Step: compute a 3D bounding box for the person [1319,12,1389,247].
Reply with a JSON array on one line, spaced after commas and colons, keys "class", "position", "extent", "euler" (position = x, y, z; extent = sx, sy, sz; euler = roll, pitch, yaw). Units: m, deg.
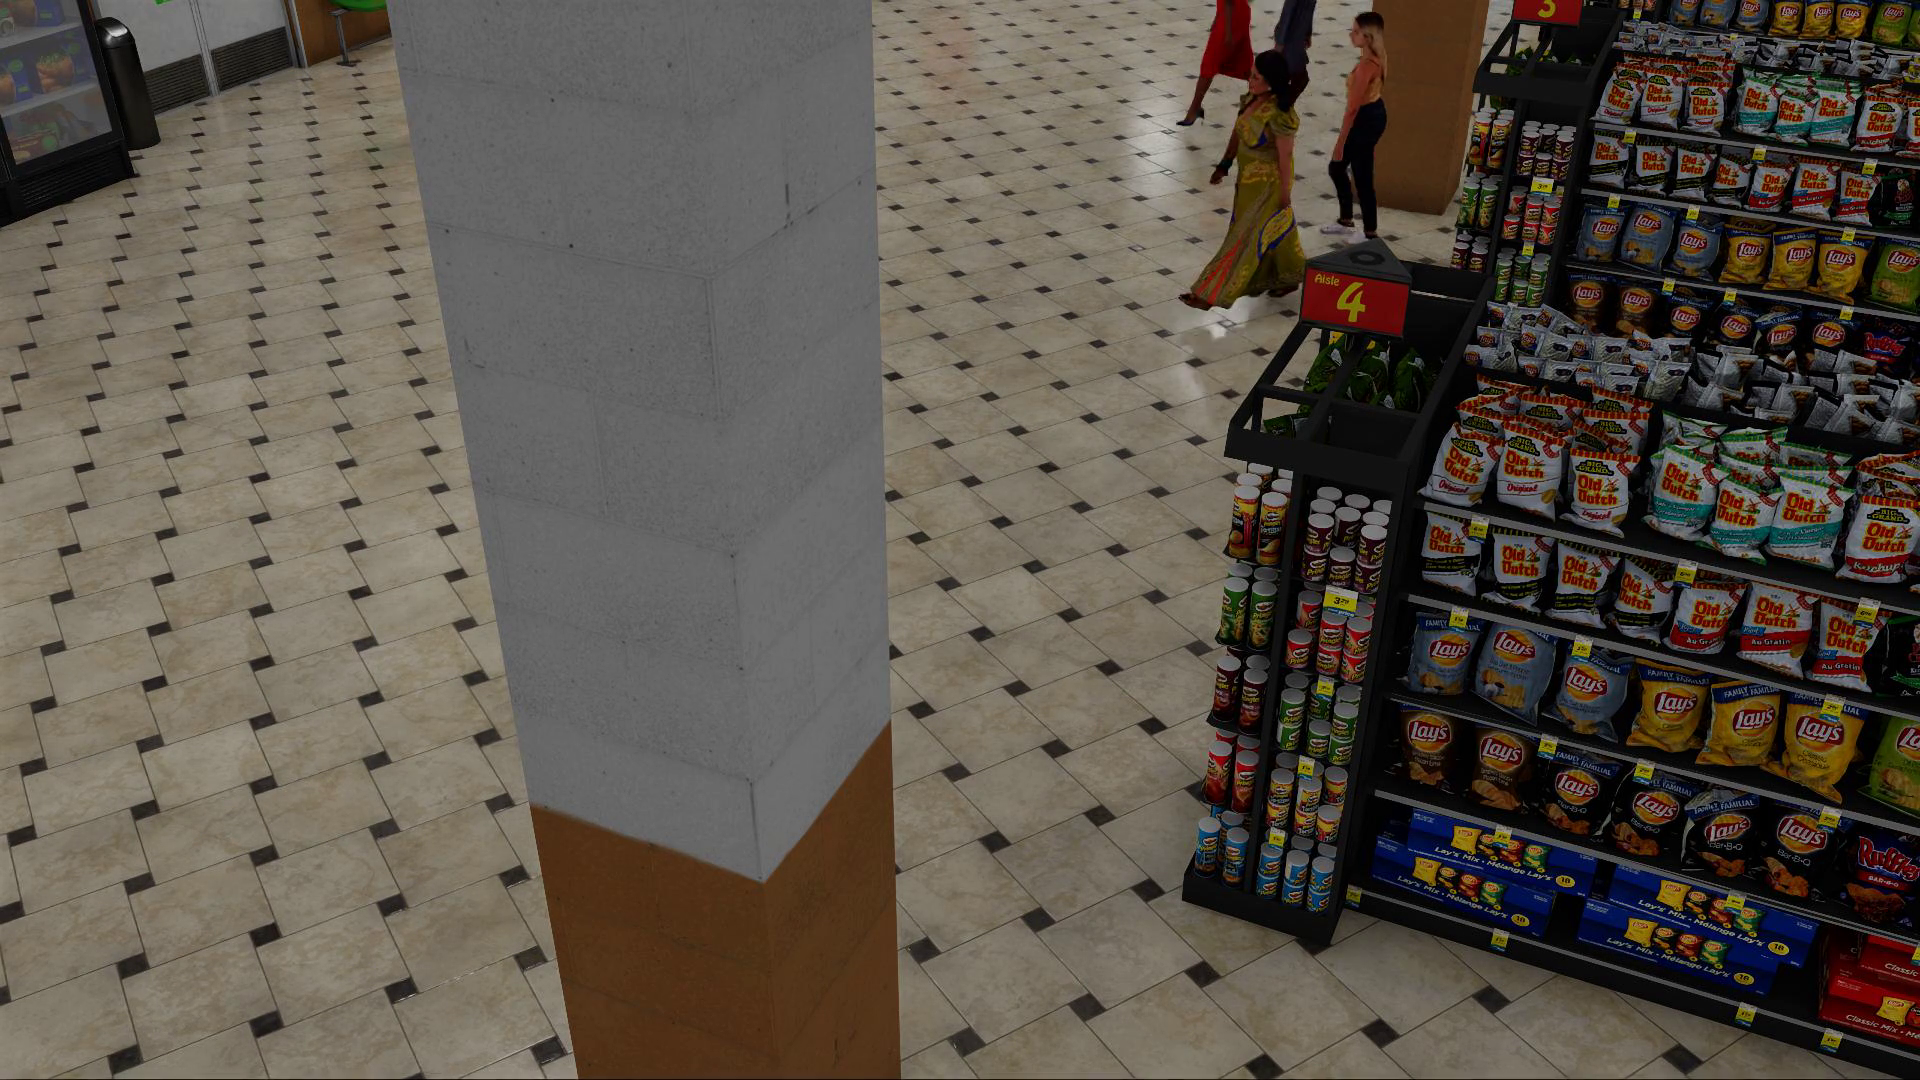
[{"class": "person", "position": [2.776, -2.693, 11.101], "extent": [0.636, 1.607, 0.601], "euler": [15, 35, 22]}]

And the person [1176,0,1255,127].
[{"class": "person", "position": [2.242, -4.045, 13.184], "extent": [1.053, 1.703, 0.587], "euler": [12, 34, 19]}]

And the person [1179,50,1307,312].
[{"class": "person", "position": [1.951, -2.200, 10.308], "extent": [1.333, 1.609, 1.230], "euler": [-8, 33, -12]}]

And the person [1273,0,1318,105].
[{"class": "person", "position": [2.519, -3.892, 12.950], "extent": [0.627, 1.689, 0.596], "euler": [16, 35, 23]}]
